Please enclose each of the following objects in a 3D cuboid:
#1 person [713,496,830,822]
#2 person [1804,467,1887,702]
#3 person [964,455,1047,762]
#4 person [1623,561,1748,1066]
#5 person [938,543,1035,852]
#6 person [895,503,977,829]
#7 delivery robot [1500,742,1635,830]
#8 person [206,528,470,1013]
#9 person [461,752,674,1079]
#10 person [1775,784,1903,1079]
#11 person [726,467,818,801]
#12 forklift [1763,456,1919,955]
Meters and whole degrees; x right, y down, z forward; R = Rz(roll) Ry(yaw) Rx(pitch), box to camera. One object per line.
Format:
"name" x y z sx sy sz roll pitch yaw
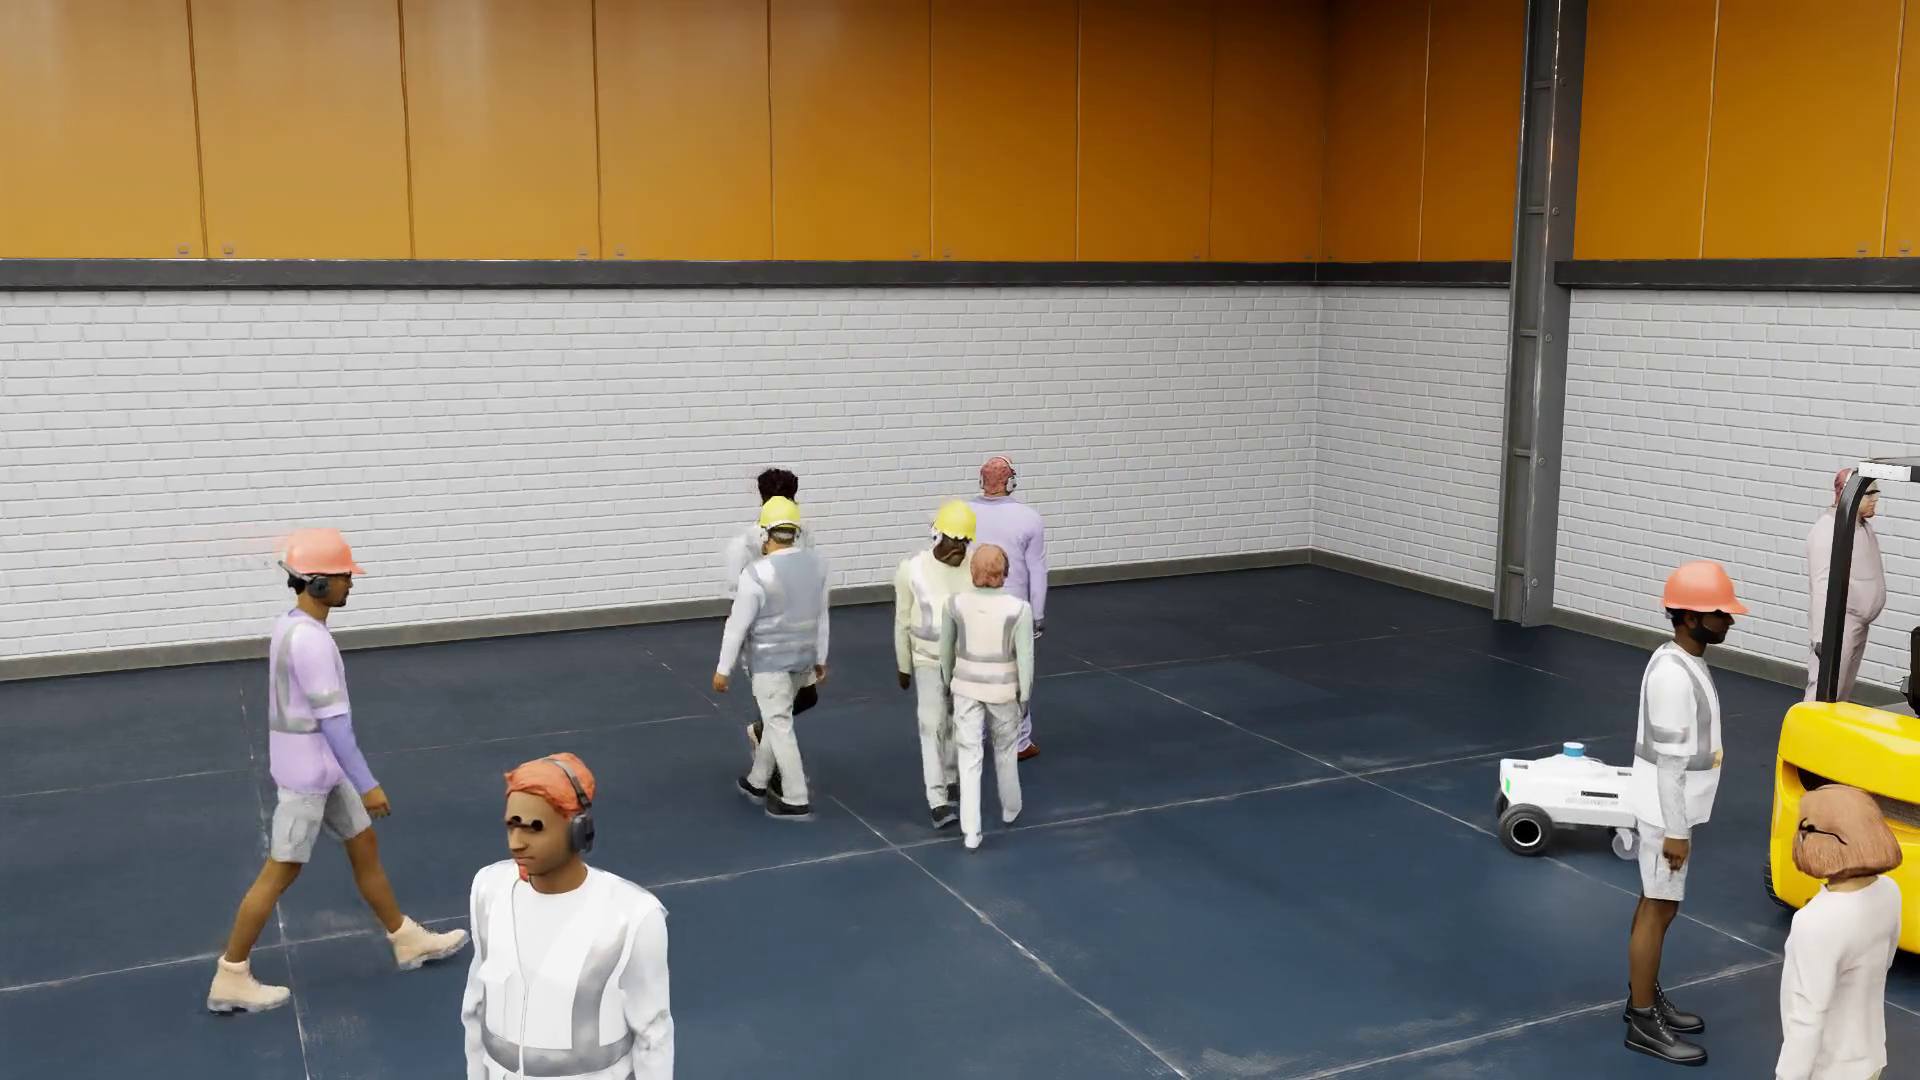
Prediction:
"person" -1.082 0.651 9.267 0.646 1.799 0.651 7 11 37
"person" 5.189 0.520 9.760 0.407 1.906 0.654 8 12 42
"person" 0.234 0.425 10.349 0.644 1.907 0.399 3 10 17
"person" 2.797 1.035 6.460 0.369 1.939 0.542 4 10 26
"person" 0.146 0.810 8.899 0.531 1.602 0.734 2 9 10
"person" -0.028 0.678 9.179 0.586 1.770 0.885 -3 10 -18
"delivery robot" 3.217 1.309 8.751 0.707 0.478 0.477 2 10 15
"person" -2.663 0.944 6.917 1.071 1.989 0.624 -4 10 -22
"person" -0.979 1.441 4.108 0.573 1.886 0.356 4 10 22
"person" 2.425 1.478 4.658 0.499 1.634 0.289 -7 12 -39
"person" -1.087 0.533 9.570 0.639 1.939 0.595 -9 13 -43
"forklift" 4.857 0.731 7.561 2.313 2.155 1.214 -4 10 -25
